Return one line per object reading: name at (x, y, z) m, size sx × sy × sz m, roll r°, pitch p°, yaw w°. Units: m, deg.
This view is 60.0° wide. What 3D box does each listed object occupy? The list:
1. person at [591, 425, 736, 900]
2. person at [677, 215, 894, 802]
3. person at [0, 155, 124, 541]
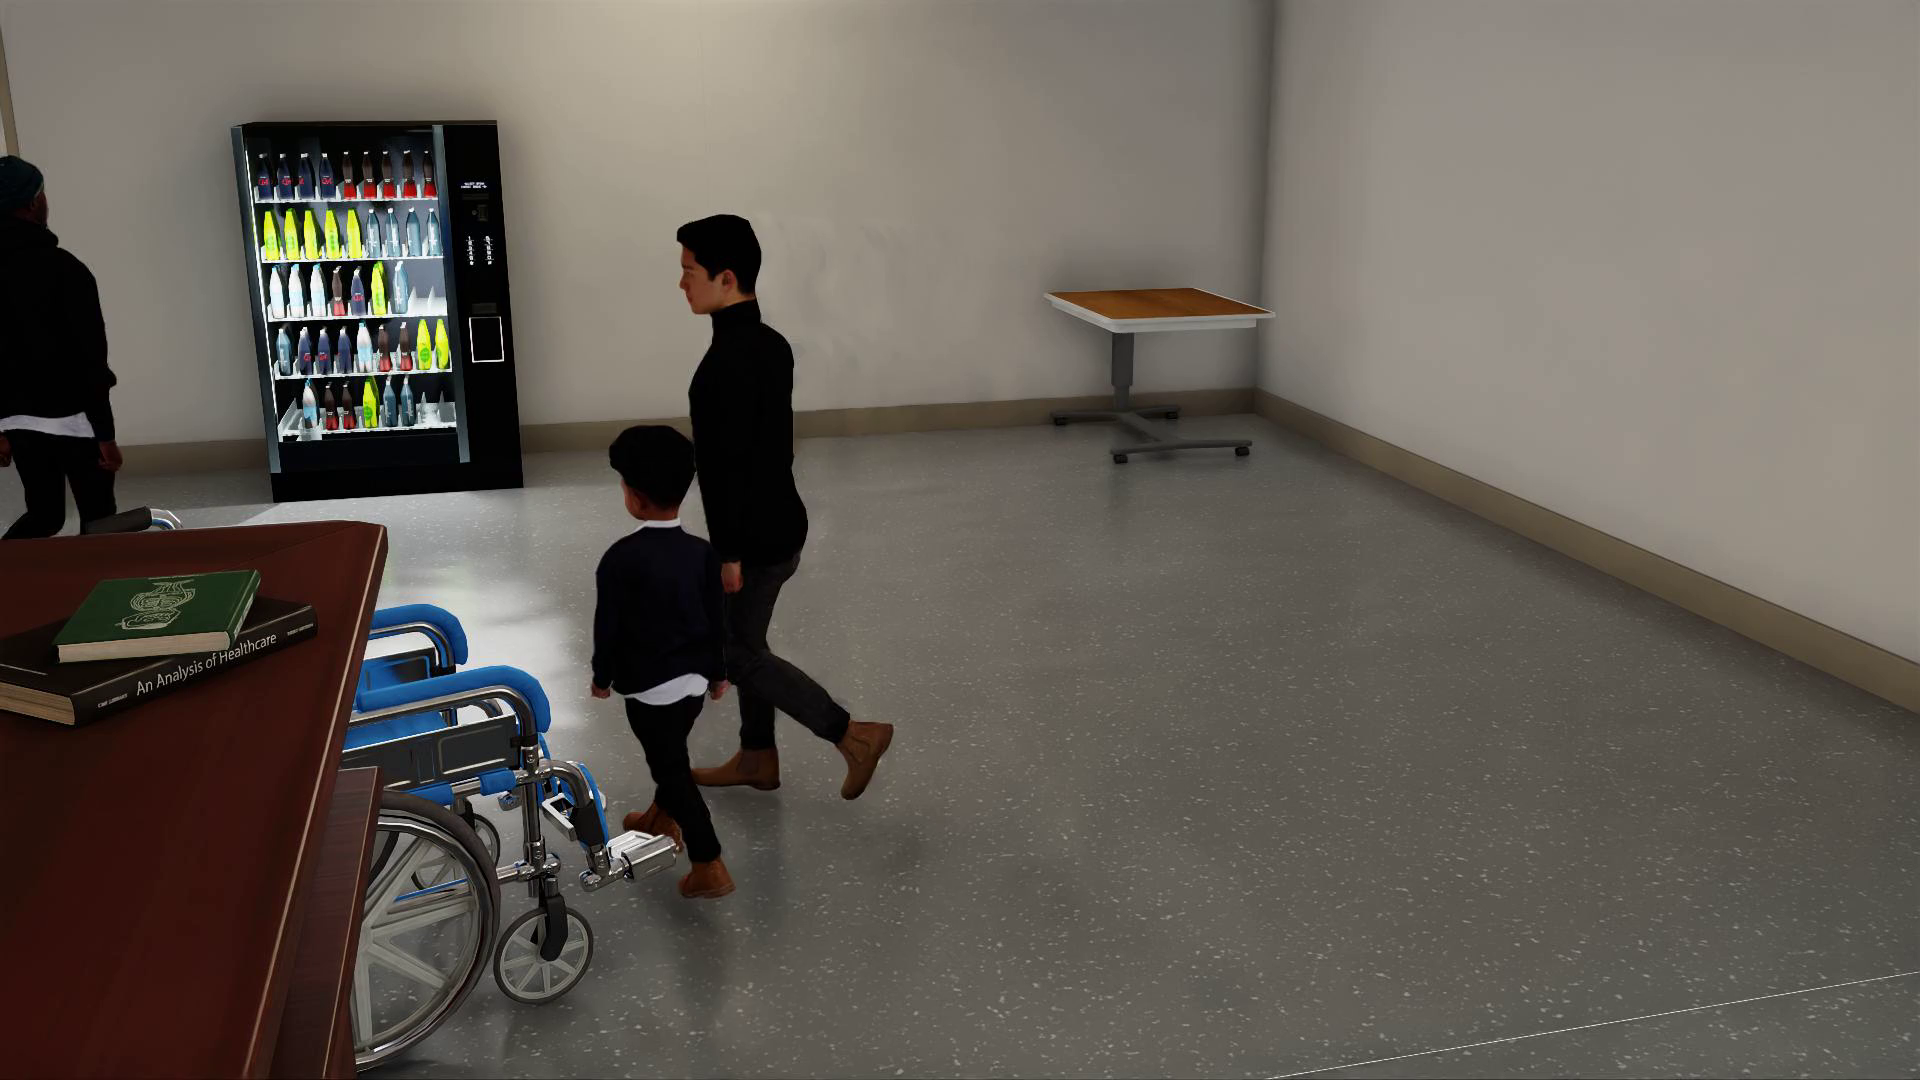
person at (-0.722, 0.334, 4.194) m, size 0.825 × 1.202 × 0.810 m, roll -15°, pitch 21°, yaw -42°
person at (-0.513, -0.026, 4.623) m, size 1.024 × 1.699 × 0.889 m, roll 4°, pitch 16°, yaw 14°
person at (-3.188, -0.390, 5.725) m, size 1.055 × 1.802 × 1.021 m, roll 4°, pitch 16°, yaw 14°
